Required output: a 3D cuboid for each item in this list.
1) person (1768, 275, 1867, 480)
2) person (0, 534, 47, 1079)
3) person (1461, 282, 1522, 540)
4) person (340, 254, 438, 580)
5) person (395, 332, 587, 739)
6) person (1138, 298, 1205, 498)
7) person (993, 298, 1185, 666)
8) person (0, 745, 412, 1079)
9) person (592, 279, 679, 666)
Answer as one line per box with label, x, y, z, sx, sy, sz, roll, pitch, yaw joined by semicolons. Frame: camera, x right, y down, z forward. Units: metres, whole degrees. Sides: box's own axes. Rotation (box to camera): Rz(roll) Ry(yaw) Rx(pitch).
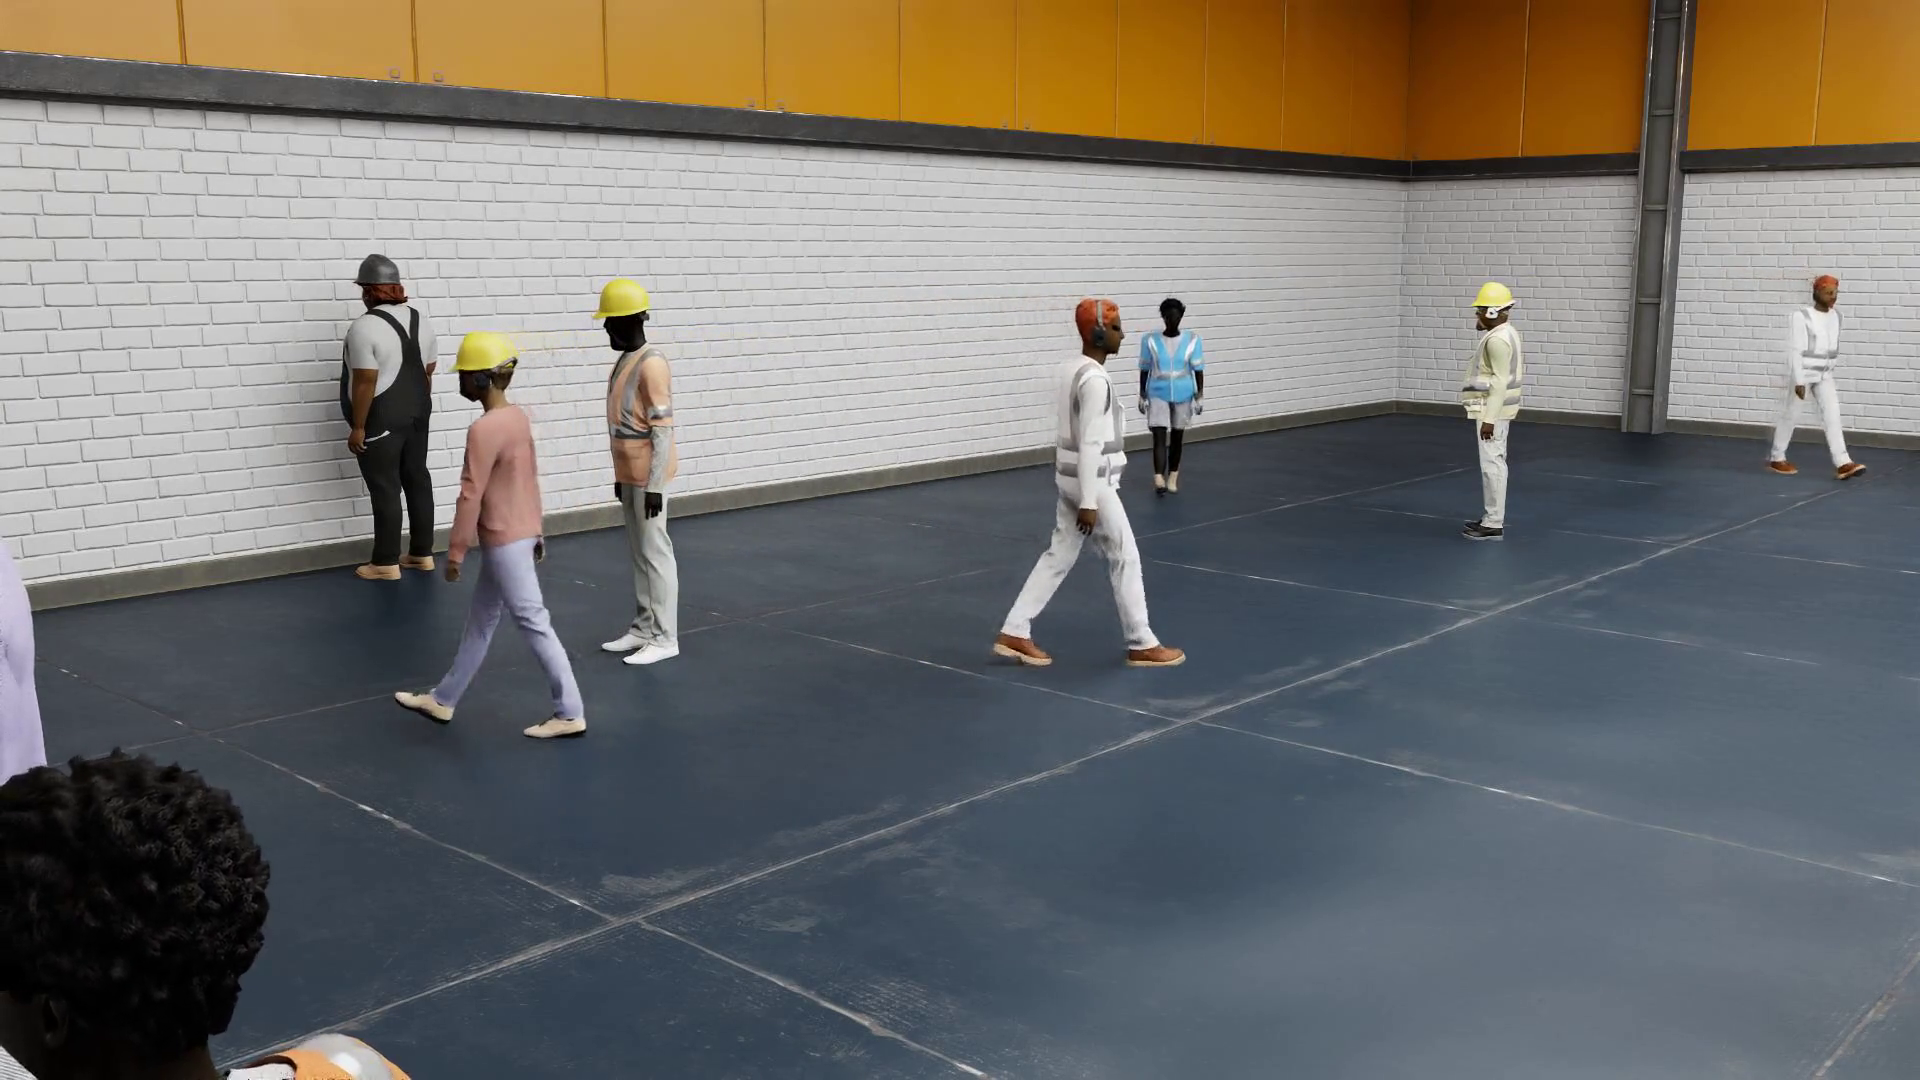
person;7.740;-1.459;14.998;0.590;1.823;0.998;-3;10;-16
person;-1.703;0.628;2.794;0.370;1.941;0.627;-6;12;-33
person;3.785;-0.914;11.876;0.404;1.829;0.600;4;11;21
person;-3.645;-0.777;10.505;0.535;2.000;0.674;4;11;23
person;-2.004;-0.005;6.996;0.891;1.714;0.549;0;10;3
person;1.766;-1.177;13.863;0.556;1.645;0.857;0;10;3
person;0.614;-0.267;8.191;0.965;1.840;0.587;-1;10;-8
person;-0.616;0.999;1.396;0.320;1.691;0.534;3;10;16
person;-1.614;-0.336;8.333;0.383;1.921;0.586;-5;11;-26
